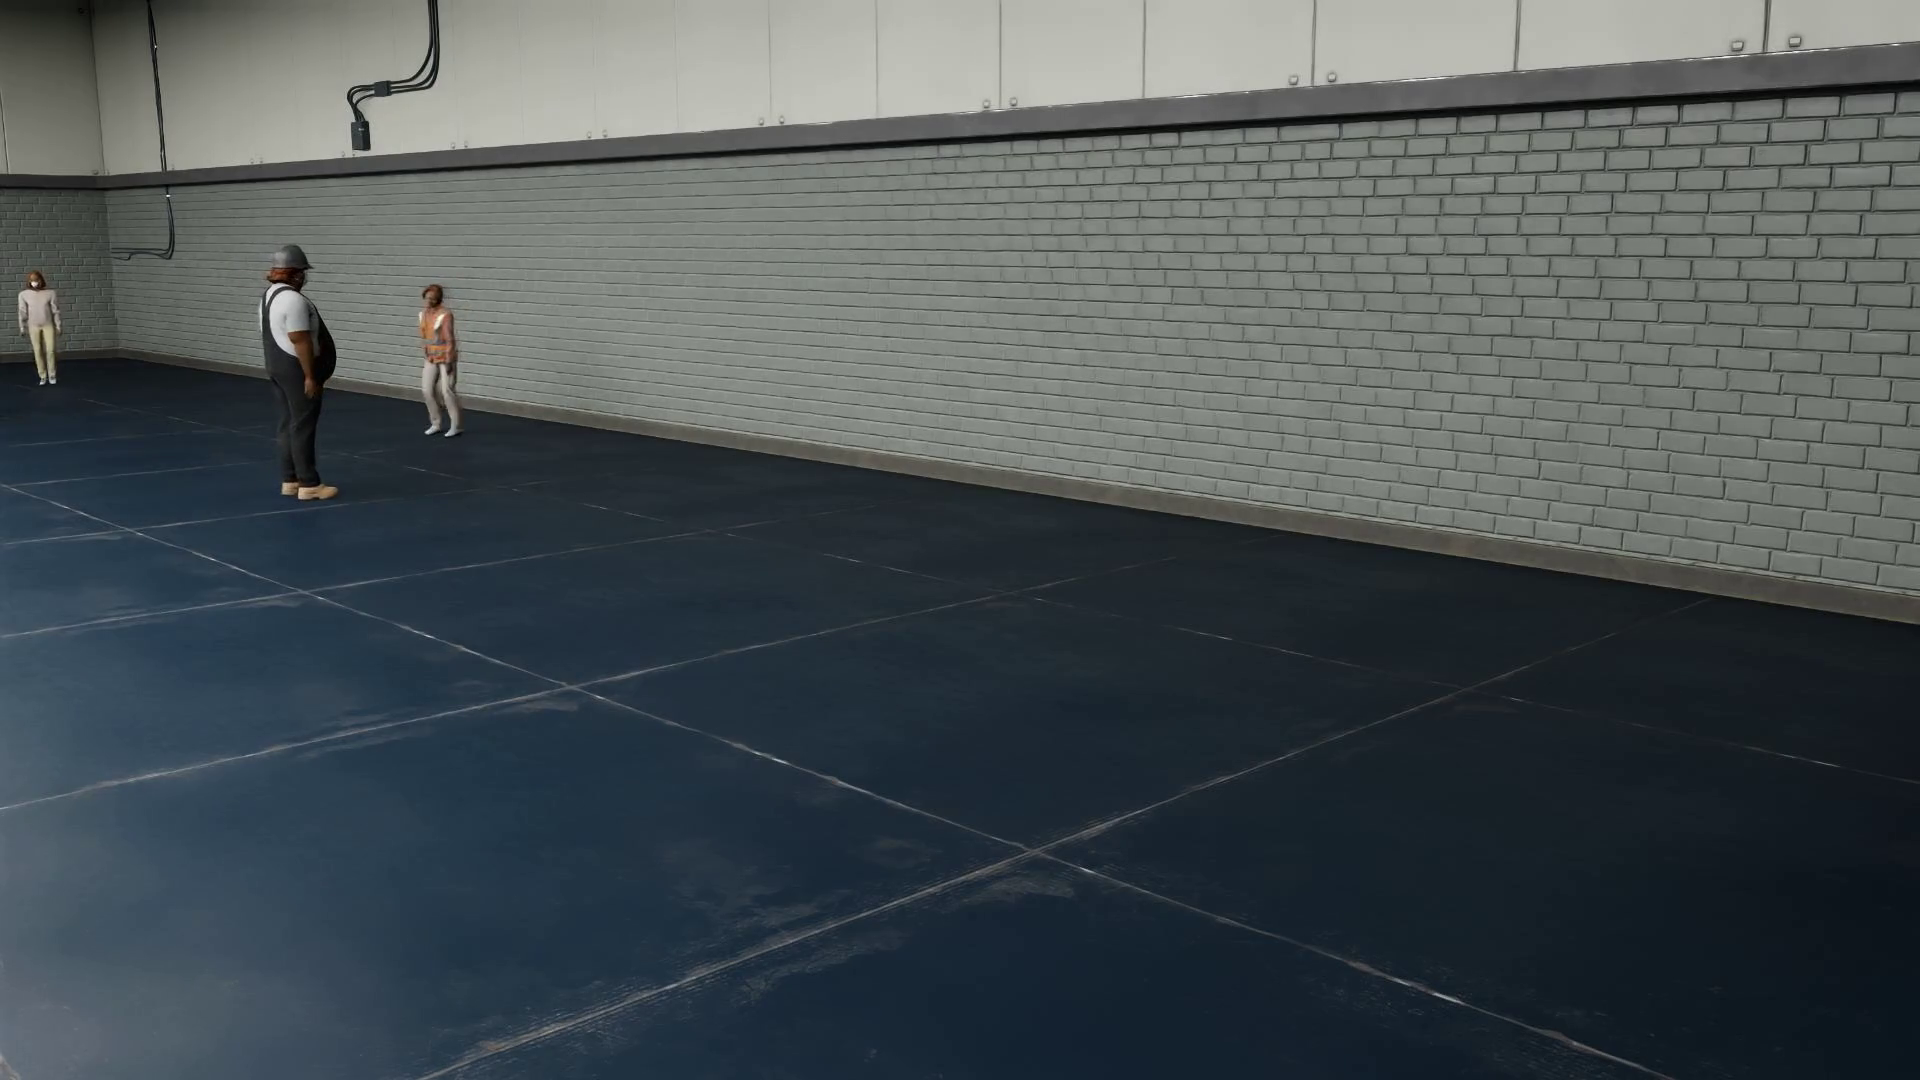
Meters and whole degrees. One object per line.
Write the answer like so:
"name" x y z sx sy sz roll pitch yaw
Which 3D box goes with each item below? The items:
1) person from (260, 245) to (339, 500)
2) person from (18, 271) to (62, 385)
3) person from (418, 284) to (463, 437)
"person" -5.333 -1.347 13.487 0.537 2.000 0.684 -9 14 -41
"person" -12.956 -2.976 23.424 0.523 1.610 0.645 -4 11 -23
"person" -5.413 -1.870 17.386 0.531 1.606 0.487 6 12 29
